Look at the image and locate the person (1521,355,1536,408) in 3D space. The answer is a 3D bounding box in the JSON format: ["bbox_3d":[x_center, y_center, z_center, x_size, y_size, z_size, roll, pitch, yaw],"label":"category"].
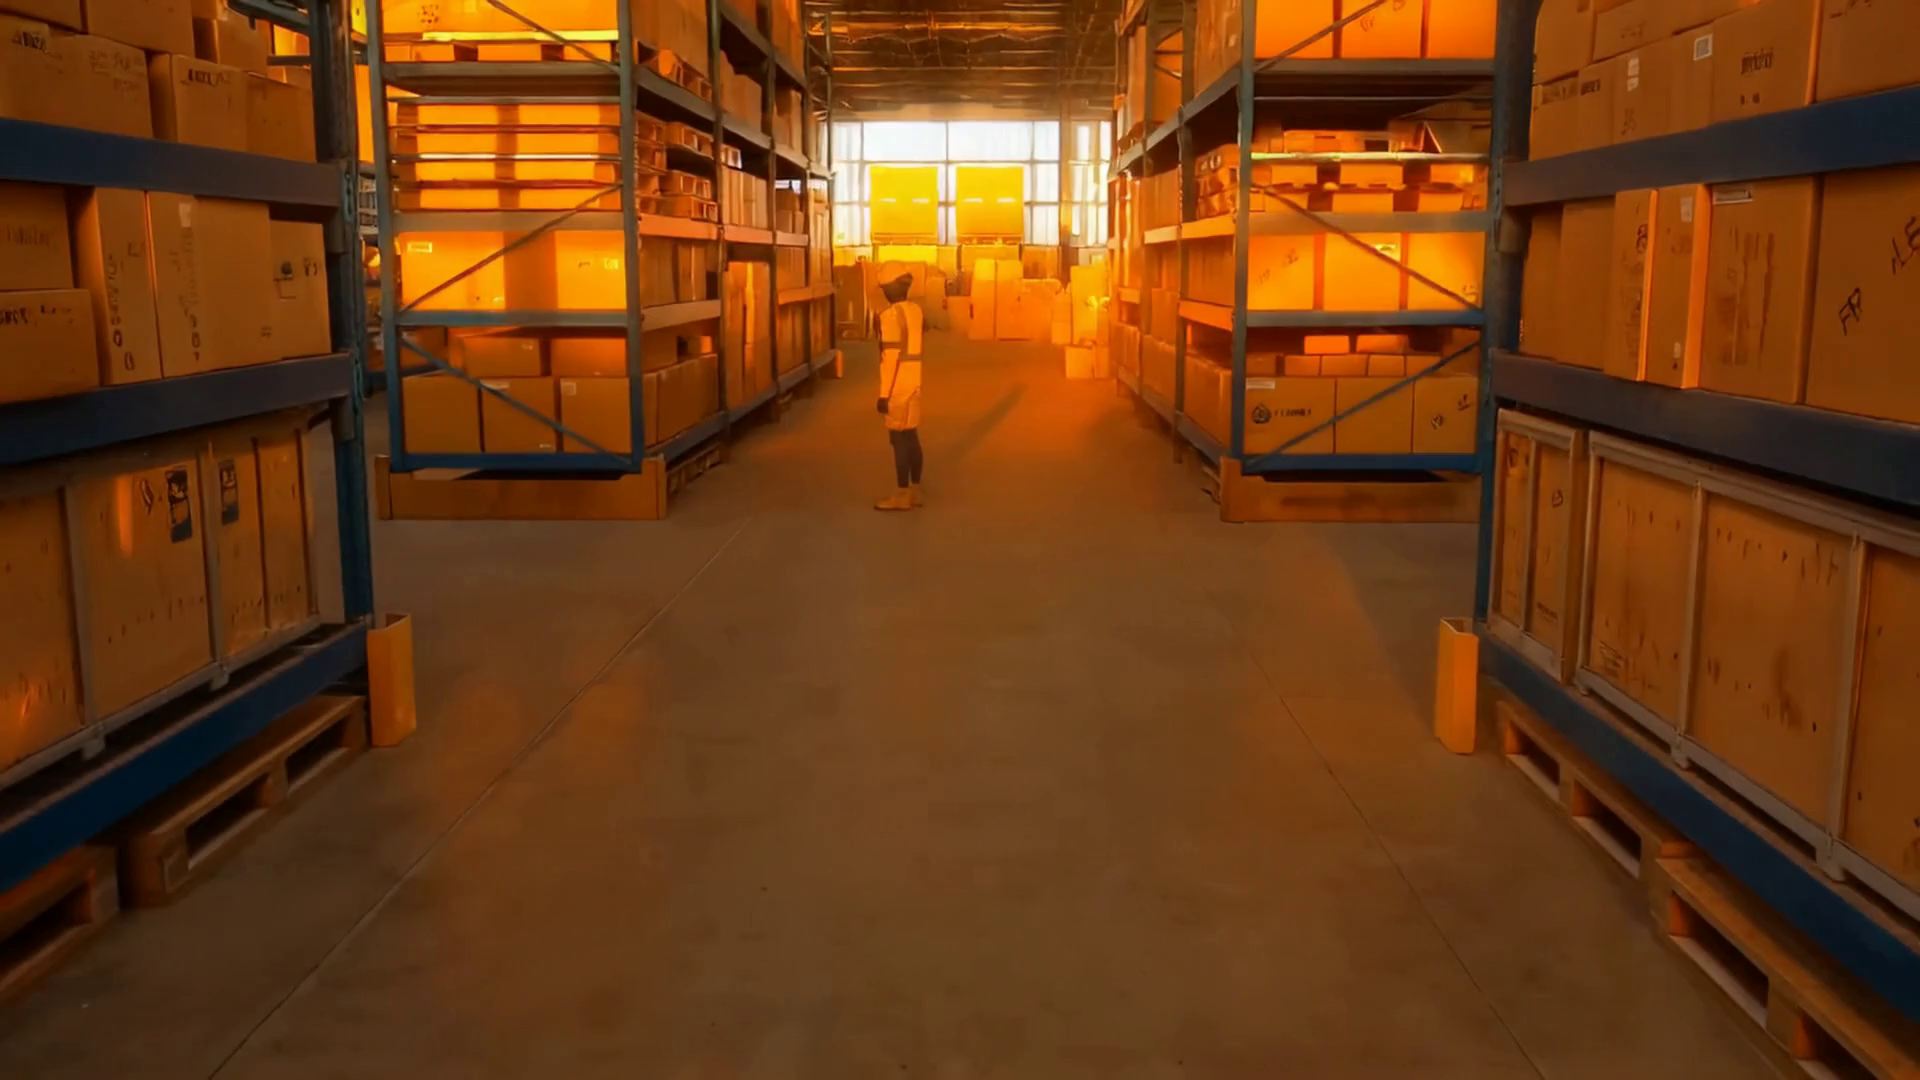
[{"bbox_3d":[6.774,-2.003,19.349,0.523,1.606,0.624,2,10,13],"label":"person"}]

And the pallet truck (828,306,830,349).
[{"bbox_3d":[-3.100,-3.940,29.800,1.885,1.965,0.823,3,10,19],"label":"pallet truck"}]

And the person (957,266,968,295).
[{"bbox_3d":[0.124,-8.258,56.022,1.037,1.885,0.638,-3,10,-18],"label":"person"}]

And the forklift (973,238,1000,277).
[{"bbox_3d":[0.890,-8.731,55.860,1.129,2.768,1.873,0,9,1],"label":"forklift"}]

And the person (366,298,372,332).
[{"bbox_3d":[-11.227,-4.085,30.875,0.609,1.934,0.750,9,13,44],"label":"person"}]

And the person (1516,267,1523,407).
[{"bbox_3d":[7.812,-2.868,23.469,0.612,1.978,0.619,1,10,5],"label":"person"}]

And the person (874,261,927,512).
[{"bbox_3d":[-0.511,-1.245,13.553,0.390,2.034,0.605,4,10,24],"label":"person"}]

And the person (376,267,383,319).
[{"bbox_3d":[-20.602,-8.776,59.151,0.355,1.877,0.578,-3,10,-15],"label":"person"}]

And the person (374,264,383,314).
[{"bbox_3d":[-22.402,-9.727,64.522,0.639,1.974,0.480,-7,12,-37],"label":"person"}]

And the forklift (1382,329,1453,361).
[{"bbox_3d":[9.127,-4.787,32.236,1.873,2.768,1.129,-9,13,-43],"label":"forklift"}]
